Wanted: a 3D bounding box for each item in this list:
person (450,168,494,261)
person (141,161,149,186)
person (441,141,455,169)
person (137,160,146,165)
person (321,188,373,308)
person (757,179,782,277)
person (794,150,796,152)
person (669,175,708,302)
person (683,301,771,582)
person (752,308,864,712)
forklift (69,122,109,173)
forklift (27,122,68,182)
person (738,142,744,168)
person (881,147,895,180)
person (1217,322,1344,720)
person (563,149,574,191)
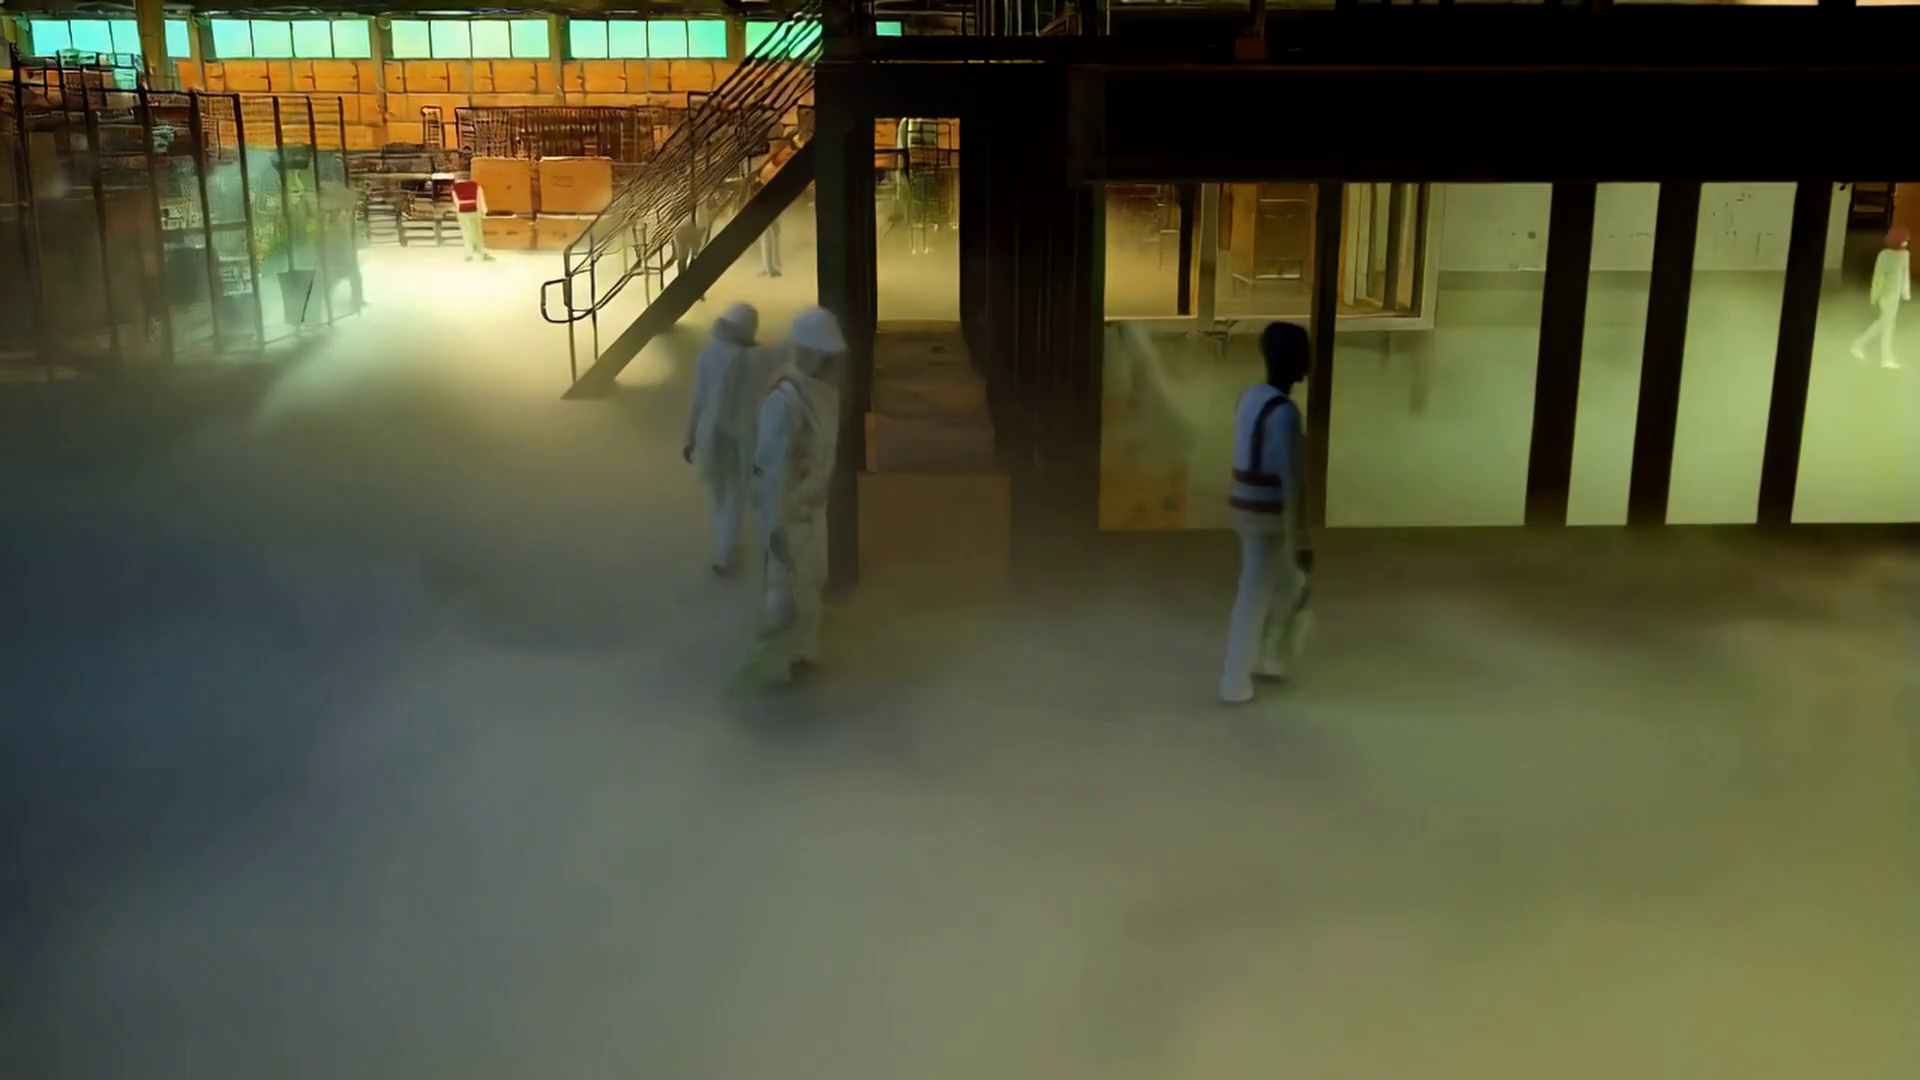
[{"bbox_3d":[-9.924,-6.593,33.733,0.733,1.874,0.443,-7,16,-26],"label":"person"},{"bbox_3d":[-25.184,-10.933,51.567,0.301,1.630,0.505,3,14,14],"label":"person"},{"bbox_3d":[-24.485,-18.073,79.494,0.645,1.924,0.686,-5,15,-19],"label":"person"},{"bbox_3d":[-37.472,-17.252,76.201,1.044,1.942,0.644,-10,17,-35],"label":"person"},{"bbox_3d":[-9.359,-4.391,25.061,0.767,1.812,0.518,-7,16,-27],"label":"person"},{"bbox_3d":[-3.501,-5.694,30.351,0.533,1.767,0.325,8,16,29],"label":"person"},{"bbox_3d":[-8.412,-19.380,84.920,0.668,1.822,0.605,3,14,10],"label":"person"},{"bbox_3d":[-4.228,-4.703,25.983,0.600,1.967,0.368,-3,14,-12],"label":"person"},{"bbox_3d":[-1.411,-0.598,10.147,0.548,1.689,0.738,2,14,8],"label":"person"},{"bbox_3d":[-0.752,-0.152,7.948,0.680,1.912,0.623,4,15,16],"label":"person"},{"bbox_3d":[-37.845,-16.685,72.019,1.129,2.768,1.873,-1,14,-2],"label":"forklift"},{"bbox_3d":[-35.376,-14.773,64.377,1.129,2.768,1.873,-1,14,-2],"label":"forklift"},{"bbox_3d":[-11.209,-19.712,86.245,0.590,1.833,0.404,-4,15,-16],"label":"person"},{"bbox_3d":[-2.997,-15.376,68.769,0.652,1.904,0.403,-10,17,-36],"label":"person"},{"bbox_3d":[1.556,-0.064,7.649,0.774,1.859,0.606,-1,14,-4],"label":"person"},{"bbox_3d":[-16.170,-15.444,69.426,0.901,1.714,0.565,-7,16,-25],"label":"person"}]
